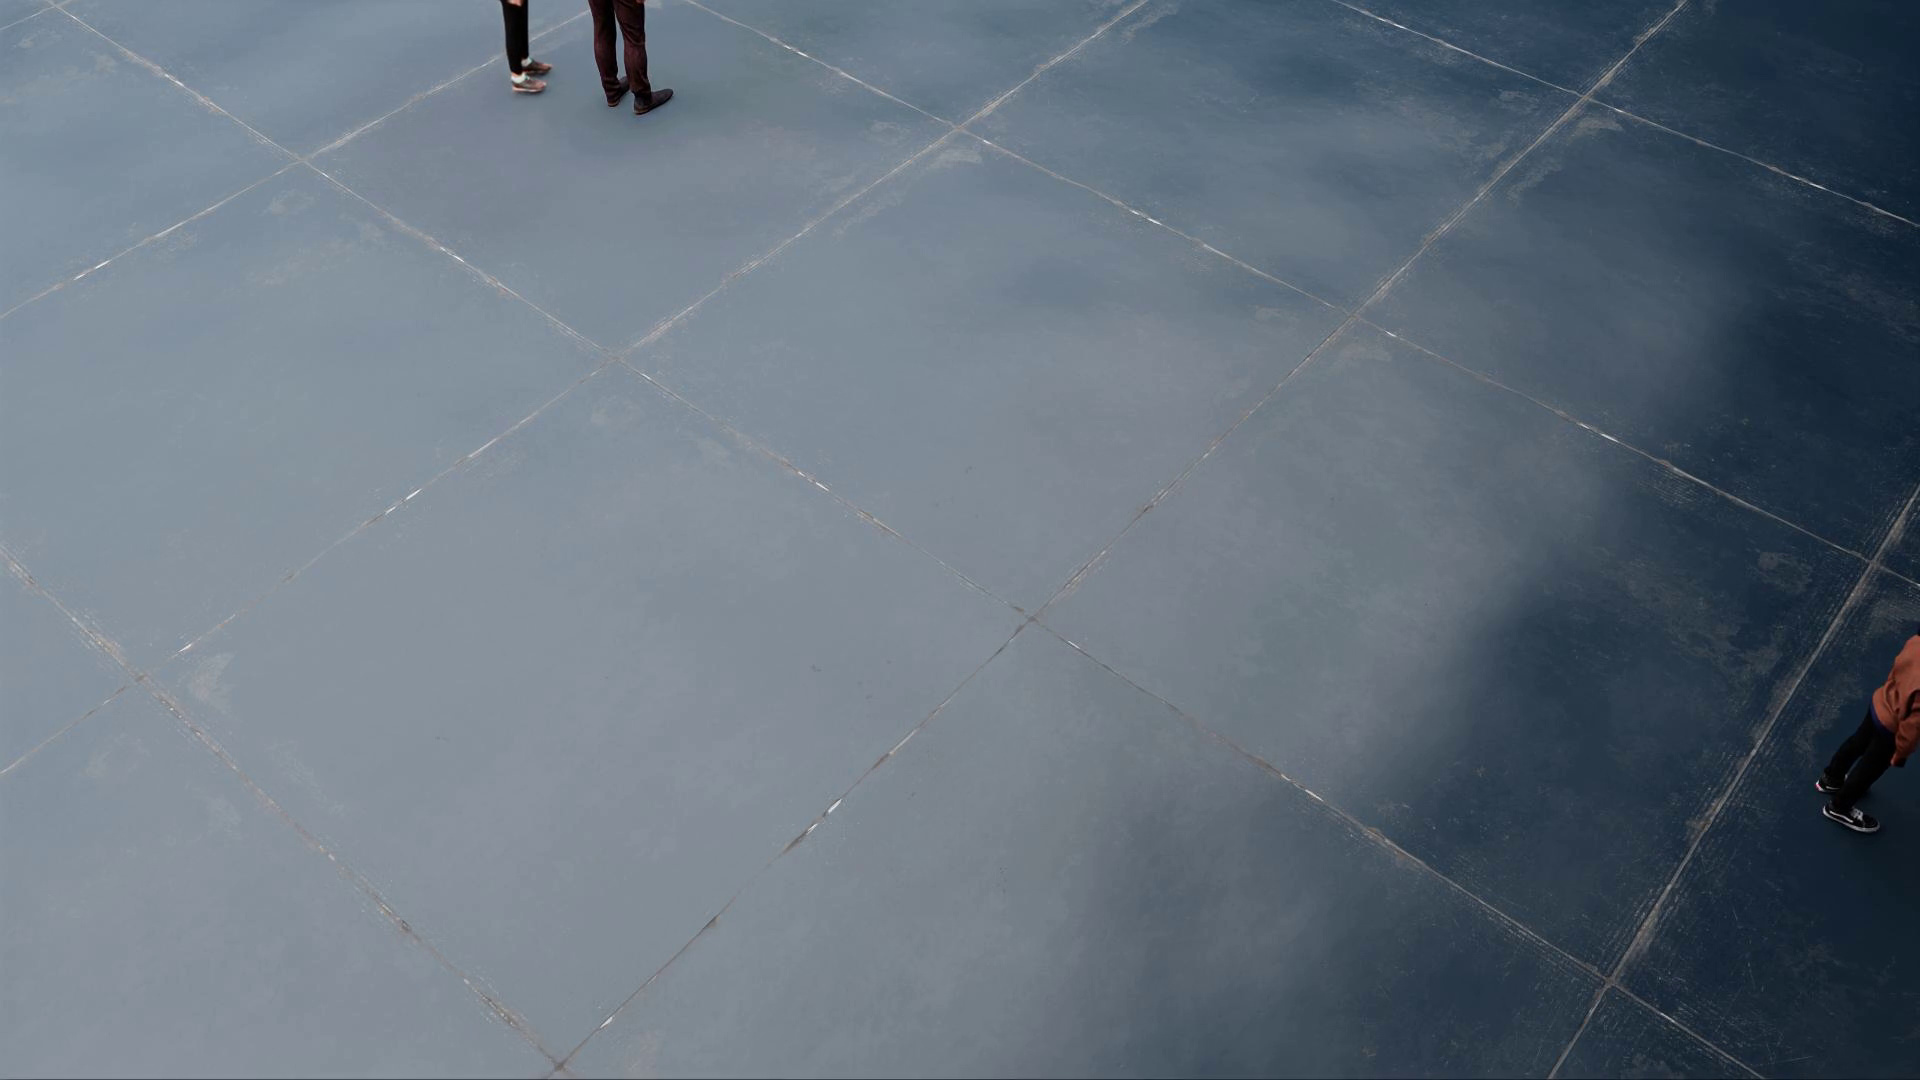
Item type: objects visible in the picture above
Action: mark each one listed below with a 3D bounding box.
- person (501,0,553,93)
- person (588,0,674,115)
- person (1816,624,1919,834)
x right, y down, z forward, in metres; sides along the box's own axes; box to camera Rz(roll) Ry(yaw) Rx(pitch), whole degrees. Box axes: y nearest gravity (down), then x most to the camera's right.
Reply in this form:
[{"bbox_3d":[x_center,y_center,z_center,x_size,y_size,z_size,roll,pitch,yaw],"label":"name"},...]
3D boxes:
[{"bbox_3d":[-2.921,-3.644,10.807,0.696,1.481,0.619,0,47,0],"label":"person"},{"bbox_3d":[-2.206,-3.566,10.473,0.735,1.866,0.684,20,50,18],"label":"person"},{"bbox_3d":[3.883,0.734,6.913,0.653,1.255,0.547,9,48,8],"label":"person"}]
